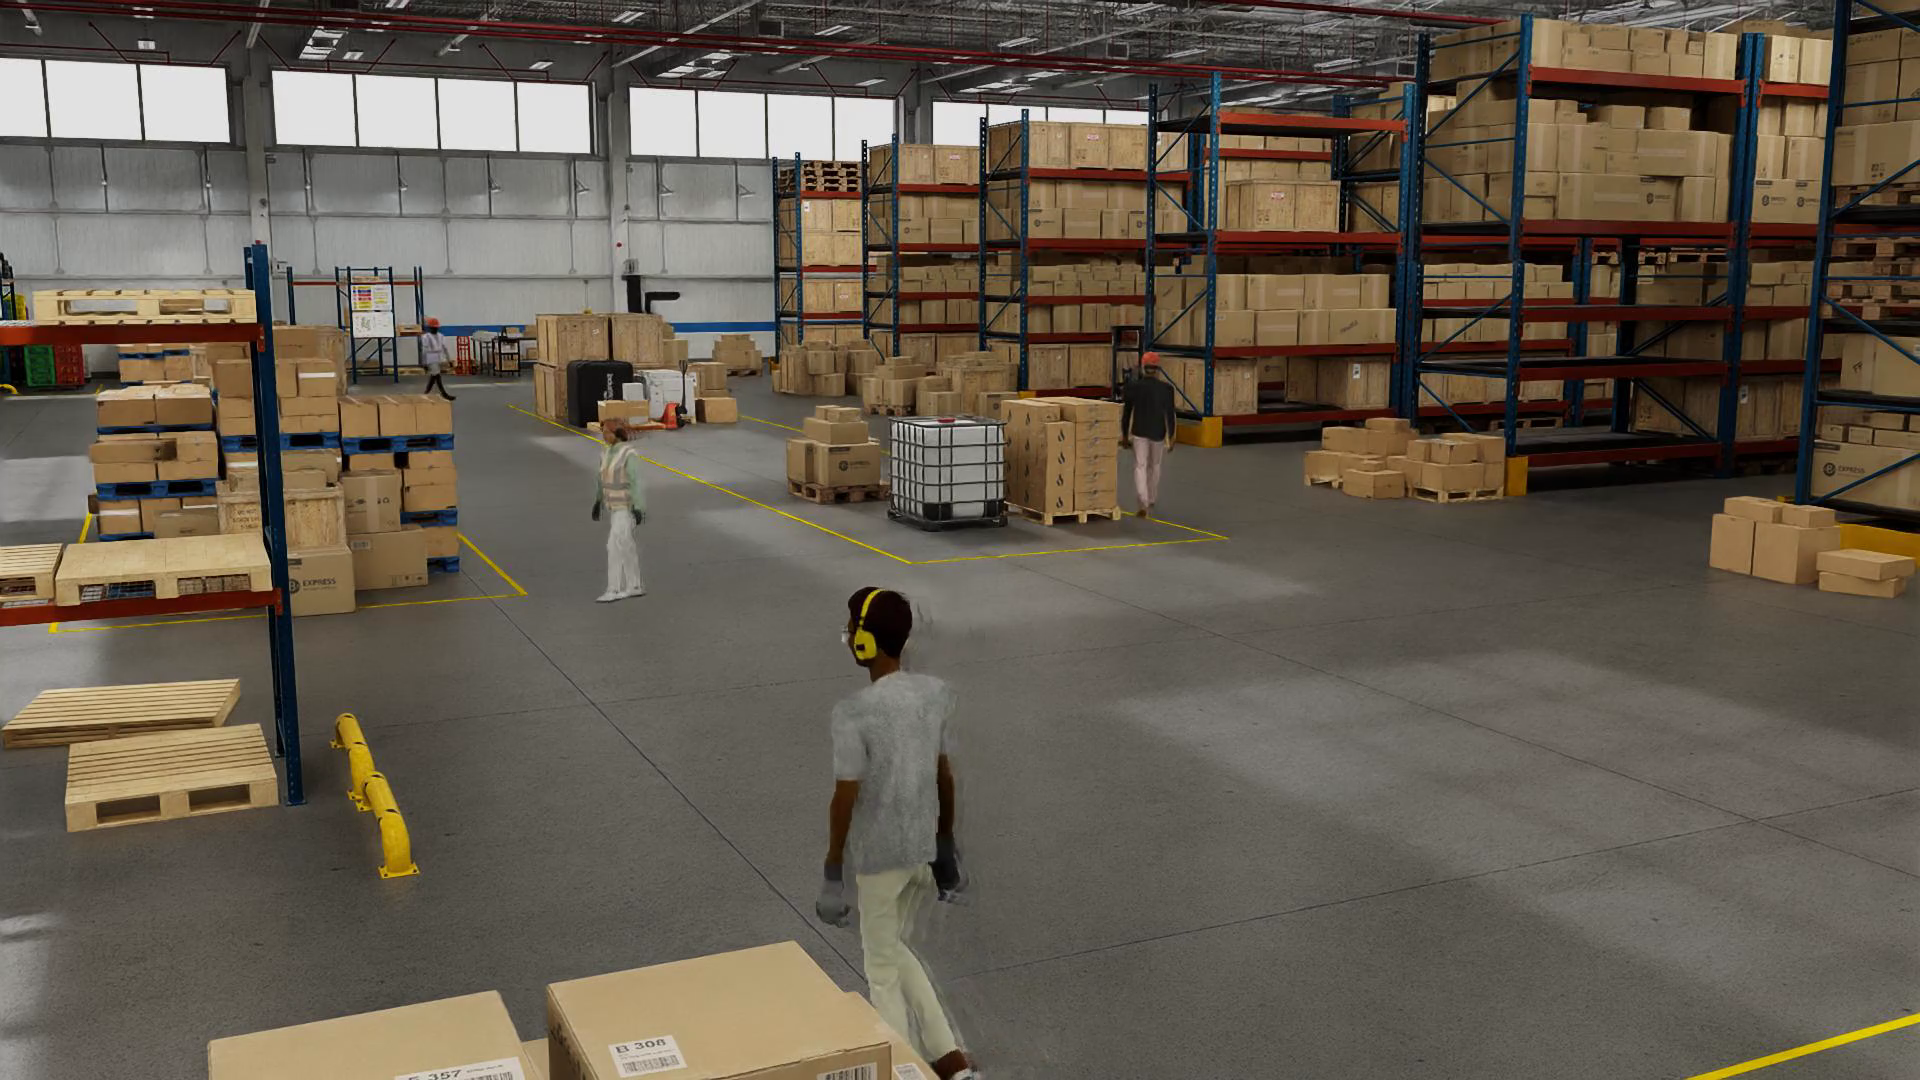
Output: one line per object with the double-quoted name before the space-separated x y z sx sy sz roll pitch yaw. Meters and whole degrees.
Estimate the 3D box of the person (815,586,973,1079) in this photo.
"person" -0.256 1.076 5.581 0.395 1.858 0.507 7 11 36

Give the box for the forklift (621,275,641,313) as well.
"forklift" -7.545 -4.740 38.492 1.873 2.768 1.129 -2 9 -12

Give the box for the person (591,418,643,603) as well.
"person" -3.066 -0.255 14.556 0.665 1.613 0.552 -8 12 -40

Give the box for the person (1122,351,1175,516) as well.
"person" 2.254 -1.277 19.880 0.624 1.963 0.944 0 9 3

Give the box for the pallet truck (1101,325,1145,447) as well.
"pallet truck" 2.881 -2.596 27.923 0.823 1.965 1.885 -1 9 -7

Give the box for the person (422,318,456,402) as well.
"person" -11.510 -3.939 36.615 1.044 1.869 0.570 5 10 27
